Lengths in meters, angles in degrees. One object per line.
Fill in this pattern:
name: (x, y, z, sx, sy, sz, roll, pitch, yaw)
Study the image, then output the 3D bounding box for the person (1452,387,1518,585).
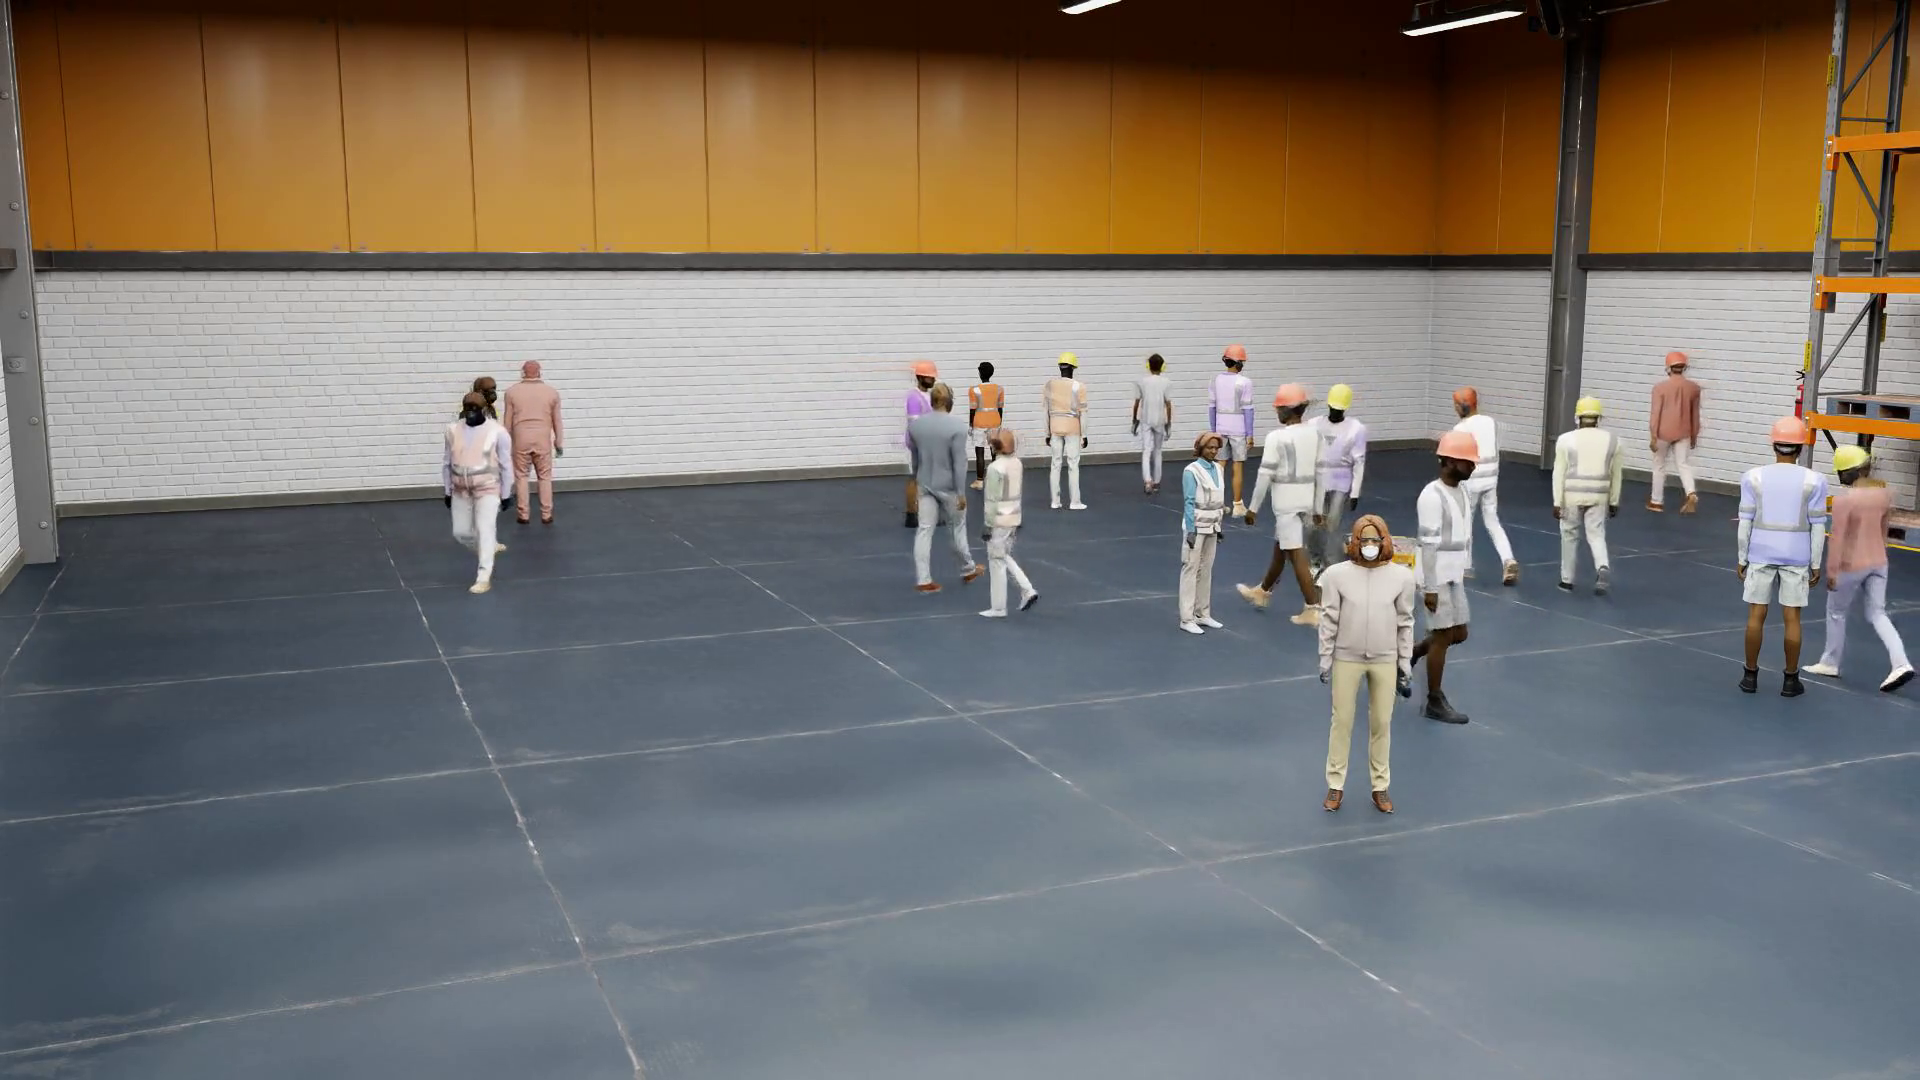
person: (4.868, -0.503, 15.500, 0.621, 1.843, 0.866, -4, 10, -23)

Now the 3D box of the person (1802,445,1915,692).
person: (6.354, 0.195, 11.677, 0.548, 1.715, 0.829, -3, 10, -18)

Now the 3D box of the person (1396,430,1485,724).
person: (3.097, 0.226, 10.874, 0.590, 1.919, 0.545, 9, 13, 43)

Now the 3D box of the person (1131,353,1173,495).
person: (2.497, -1.517, 21.670, 0.533, 1.829, 0.936, 1, 9, 9)

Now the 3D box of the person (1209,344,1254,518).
person: (3.218, -1.285, 19.624, 0.606, 2.044, 0.373, 9, 13, 43)

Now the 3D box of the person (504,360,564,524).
person: (-4.885, -1.119, 19.105, 0.668, 1.886, 0.405, -3, 10, -18)

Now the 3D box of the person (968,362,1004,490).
person: (0.341, -1.510, 22.033, 0.535, 1.697, 0.318, -5, 11, -27)

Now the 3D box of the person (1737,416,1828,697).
person: (5.648, 0.114, 11.465, 0.546, 1.938, 0.361, 5, 11, 29)

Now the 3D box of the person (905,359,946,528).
person: (-0.375, -1.070, 18.690, 0.587, 1.914, 0.589, 4, 10, 20)

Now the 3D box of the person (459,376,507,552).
person: (-4.878, -0.773, 17.163, 0.454, 1.828, 0.654, 2, 10, 12)

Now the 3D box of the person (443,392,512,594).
person: (-4.394, -0.449, 15.199, 0.641, 1.829, 0.607, 2, 9, 9)

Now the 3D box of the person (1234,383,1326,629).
person: (2.657, -0.301, 13.812, 0.618, 1.986, 1.064, -8, 12, -39)

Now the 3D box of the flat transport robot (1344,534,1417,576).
flat transport robot: (4.224, 0.138, 16.353, 0.652, 0.197, 1.431, 1, 9, 3)

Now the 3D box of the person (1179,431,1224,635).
person: (1.968, -0.069, 13.482, 0.314, 1.637, 0.514, 8, 12, 40)

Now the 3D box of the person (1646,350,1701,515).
person: (8.530, -1.271, 19.791, 0.629, 1.966, 0.886, 0, 9, -2)

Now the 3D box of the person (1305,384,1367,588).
person: (3.389, -0.489, 15.260, 0.642, 1.887, 0.423, 5, 11, 29)

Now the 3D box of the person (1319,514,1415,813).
person: (2.199, 0.668, 9.023, 0.507, 1.633, 0.277, 1, 9, 8)

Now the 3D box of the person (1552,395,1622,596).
person: (5.597, -0.379, 14.850, 0.599, 1.813, 0.699, 1, 9, 3)

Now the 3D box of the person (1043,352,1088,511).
person: (1.289, -1.314, 20.172, 0.585, 1.920, 0.373, 5, 10, 26)

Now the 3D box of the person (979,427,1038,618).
person: (0.374, -0.135, 13.925, 0.395, 1.626, 0.517, 5, 11, 28)

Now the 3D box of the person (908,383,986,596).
person: (-0.119, -0.479, 15.162, 0.661, 1.898, 0.955, 6, 11, 32)
